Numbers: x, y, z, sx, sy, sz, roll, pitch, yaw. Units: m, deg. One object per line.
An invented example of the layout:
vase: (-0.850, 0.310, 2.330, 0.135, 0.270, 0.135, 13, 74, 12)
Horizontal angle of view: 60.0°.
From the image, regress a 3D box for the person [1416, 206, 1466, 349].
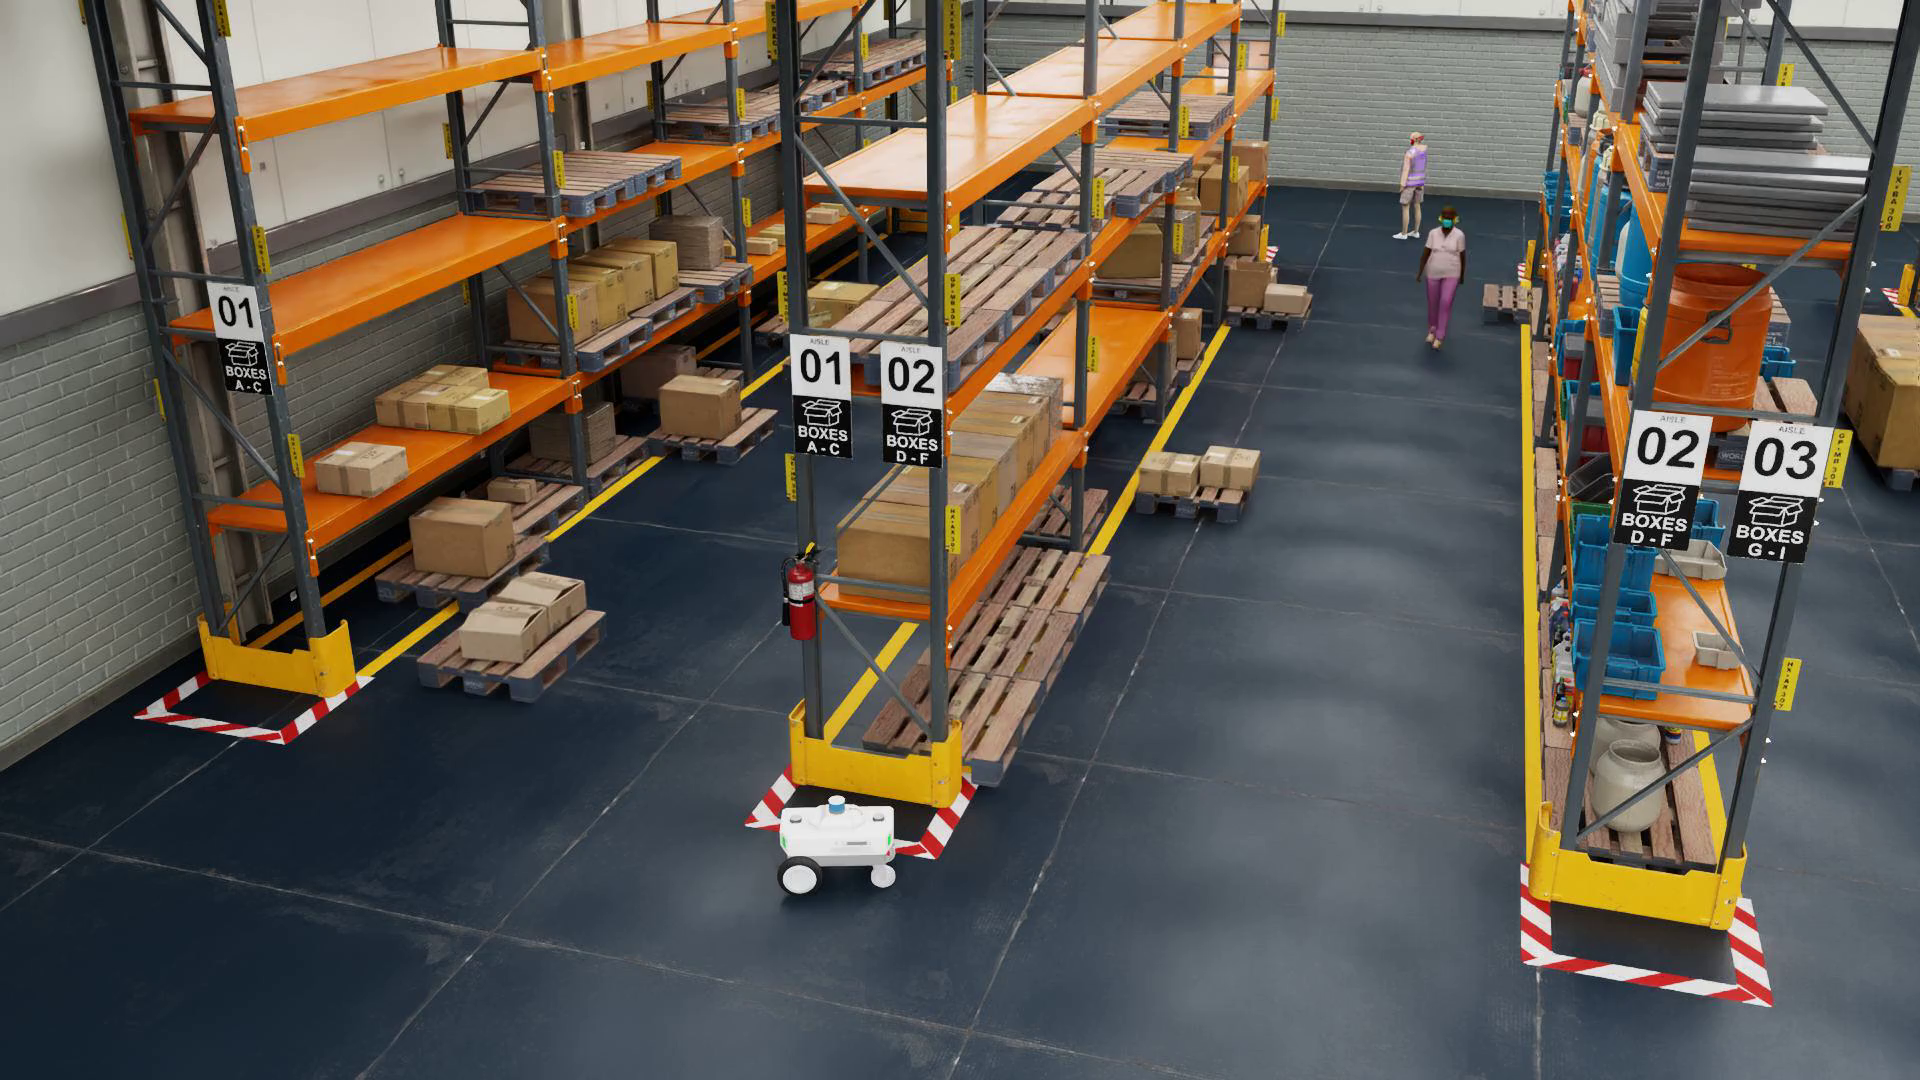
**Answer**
person: (6.013, -3.284, 20.884, 0.528, 1.769, 0.853, 12, 26, 26)

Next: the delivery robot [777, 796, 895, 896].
delivery robot: (-0.800, 1.895, 10.441, 0.791, 0.614, 0.499, -1, 23, -2)

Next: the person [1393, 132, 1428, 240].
person: (7.185, -5.620, 26.415, 0.491, 1.688, 0.347, -14, 27, -29)
